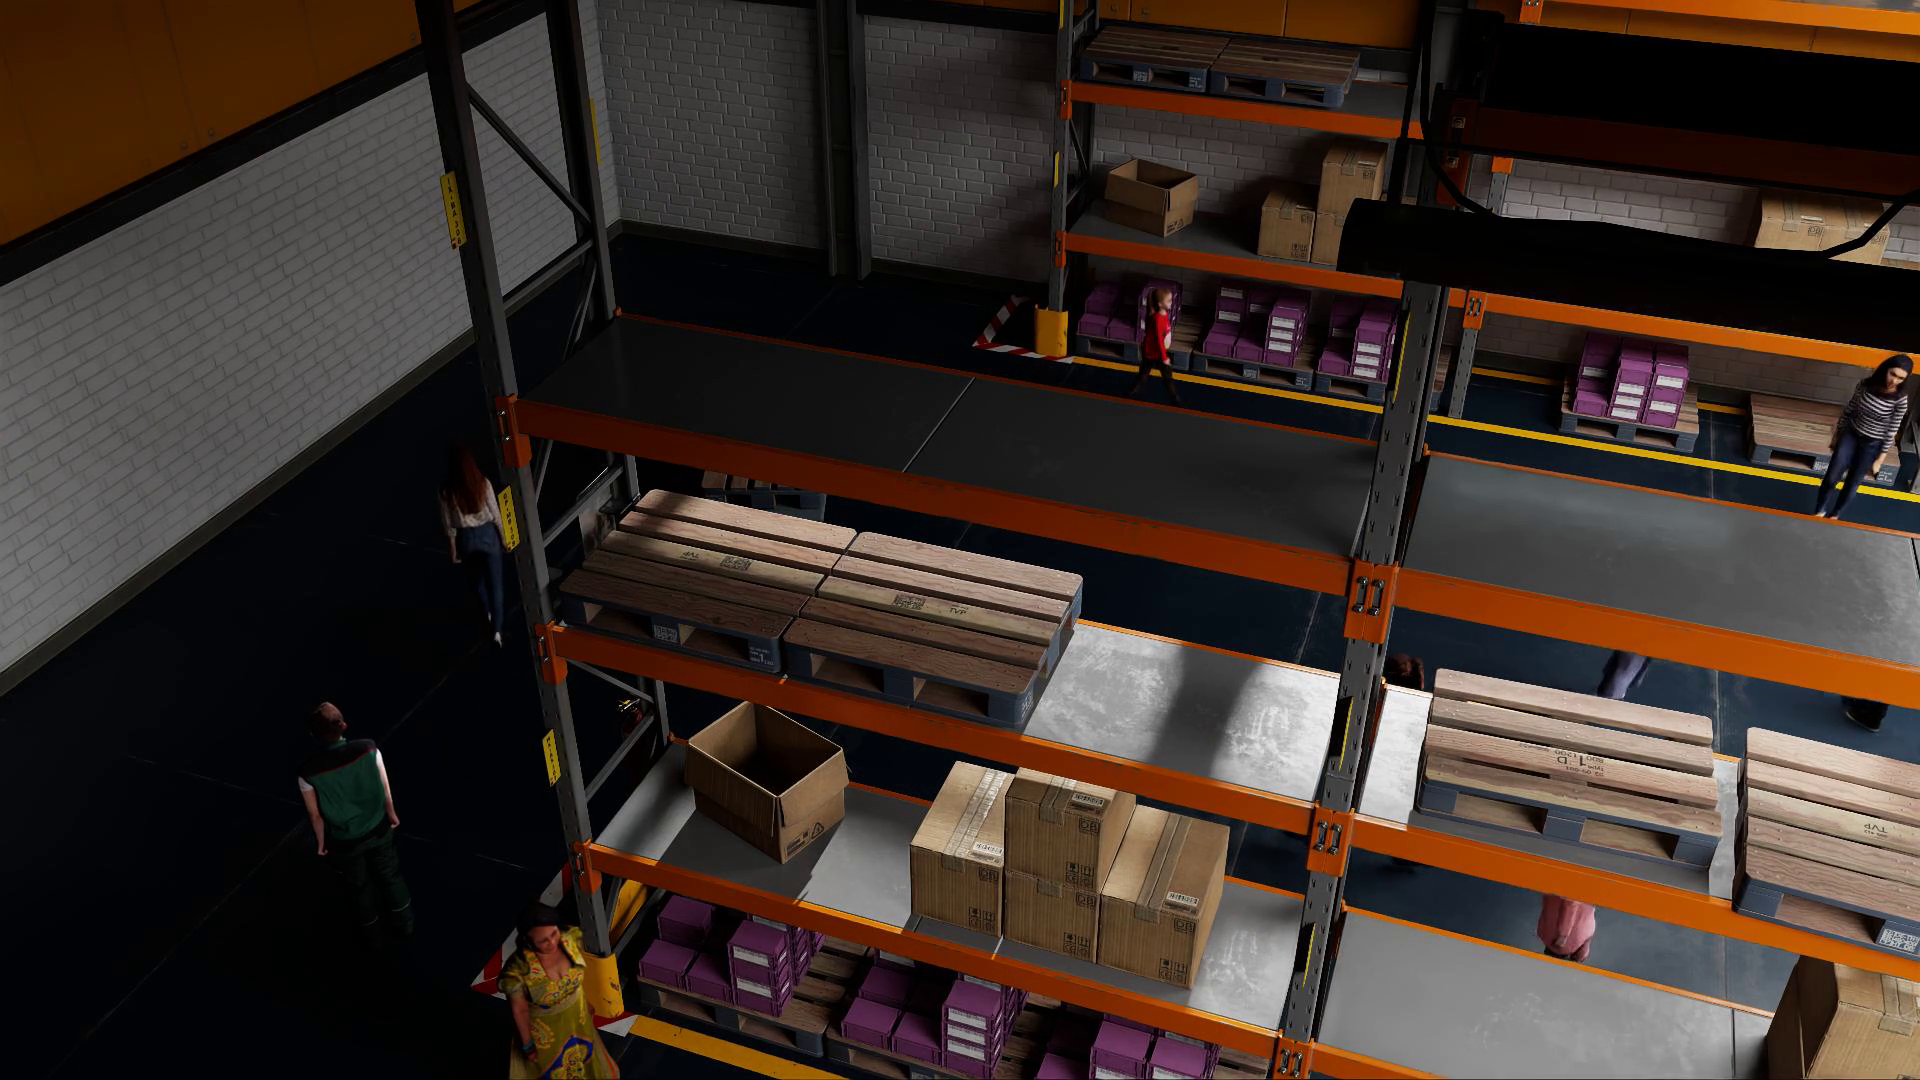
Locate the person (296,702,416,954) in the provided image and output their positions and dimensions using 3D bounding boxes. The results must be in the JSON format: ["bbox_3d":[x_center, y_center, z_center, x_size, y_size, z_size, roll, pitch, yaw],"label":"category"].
[{"bbox_3d":[-3.588,1.698,9.859,0.741,1.842,0.763,-22,39,-29],"label":"person"}]

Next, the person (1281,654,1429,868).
[{"bbox_3d":[2.747,1.453,10.390,1.253,1.662,0.745,5,34,7],"label":"person"}]

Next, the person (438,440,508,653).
[{"bbox_3d":[-3.618,0.059,12.451,1.087,1.702,1.037,-8,34,-12],"label":"person"}]

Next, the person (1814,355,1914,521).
[{"bbox_3d":[7.378,-0.767,13.635,0.807,1.767,0.704,-18,37,-25],"label":"person"}]

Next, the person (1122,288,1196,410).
[{"bbox_3d":[1.770,-1.749,15.578,0.908,1.252,0.506,12,36,18],"label":"person"}]

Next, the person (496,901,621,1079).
[{"bbox_3d":[-2.146,2.531,8.770,0.877,1.660,0.929,20,39,28],"label":"person"}]
